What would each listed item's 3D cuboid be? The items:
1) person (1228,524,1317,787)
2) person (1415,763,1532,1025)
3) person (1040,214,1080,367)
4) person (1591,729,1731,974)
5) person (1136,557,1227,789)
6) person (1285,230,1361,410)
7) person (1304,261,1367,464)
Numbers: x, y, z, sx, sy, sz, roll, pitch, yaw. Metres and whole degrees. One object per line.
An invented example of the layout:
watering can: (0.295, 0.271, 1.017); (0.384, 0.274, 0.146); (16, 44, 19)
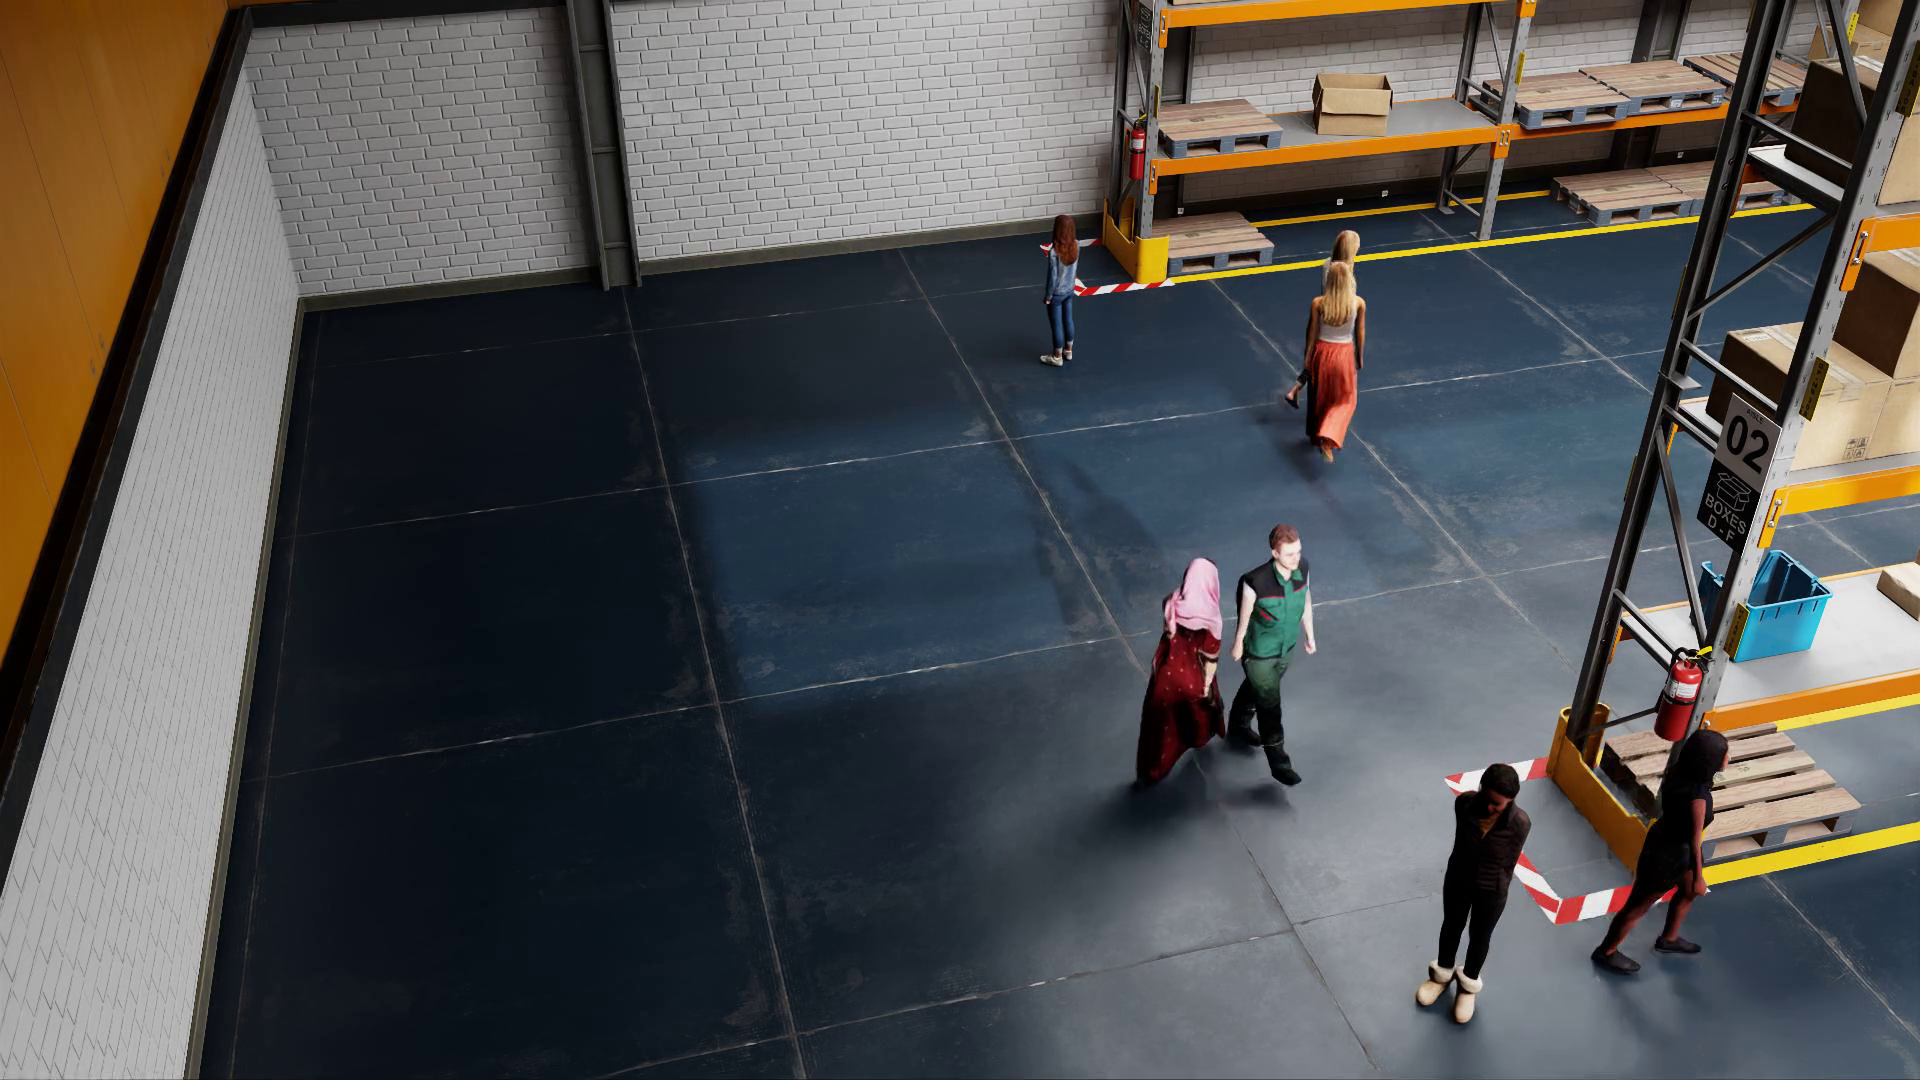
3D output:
person: (1.952, 0.639, 10.772); (1.053, 1.806, 0.918); (-20, 39, -28)
person: (2.819, 1.859, 9.065); (0.716, 1.664, 0.776); (-13, 36, -19)
person: (0.943, -2.340, 15.551); (0.706, 1.476, 0.606); (26, 41, 33)
person: (3.822, 1.737, 9.197); (0.951, 1.720, 0.856); (12, 35, 17)
person: (1.388, 0.878, 10.597); (1.002, 1.600, 1.139); (25, 41, 32)
person: (3.175, -1.844, 14.499); (0.851, 1.816, 0.666); (-12, 35, -17)
person: (3.126, -1.459, 13.943); (1.016, 1.789, 1.009); (9, 35, 14)
